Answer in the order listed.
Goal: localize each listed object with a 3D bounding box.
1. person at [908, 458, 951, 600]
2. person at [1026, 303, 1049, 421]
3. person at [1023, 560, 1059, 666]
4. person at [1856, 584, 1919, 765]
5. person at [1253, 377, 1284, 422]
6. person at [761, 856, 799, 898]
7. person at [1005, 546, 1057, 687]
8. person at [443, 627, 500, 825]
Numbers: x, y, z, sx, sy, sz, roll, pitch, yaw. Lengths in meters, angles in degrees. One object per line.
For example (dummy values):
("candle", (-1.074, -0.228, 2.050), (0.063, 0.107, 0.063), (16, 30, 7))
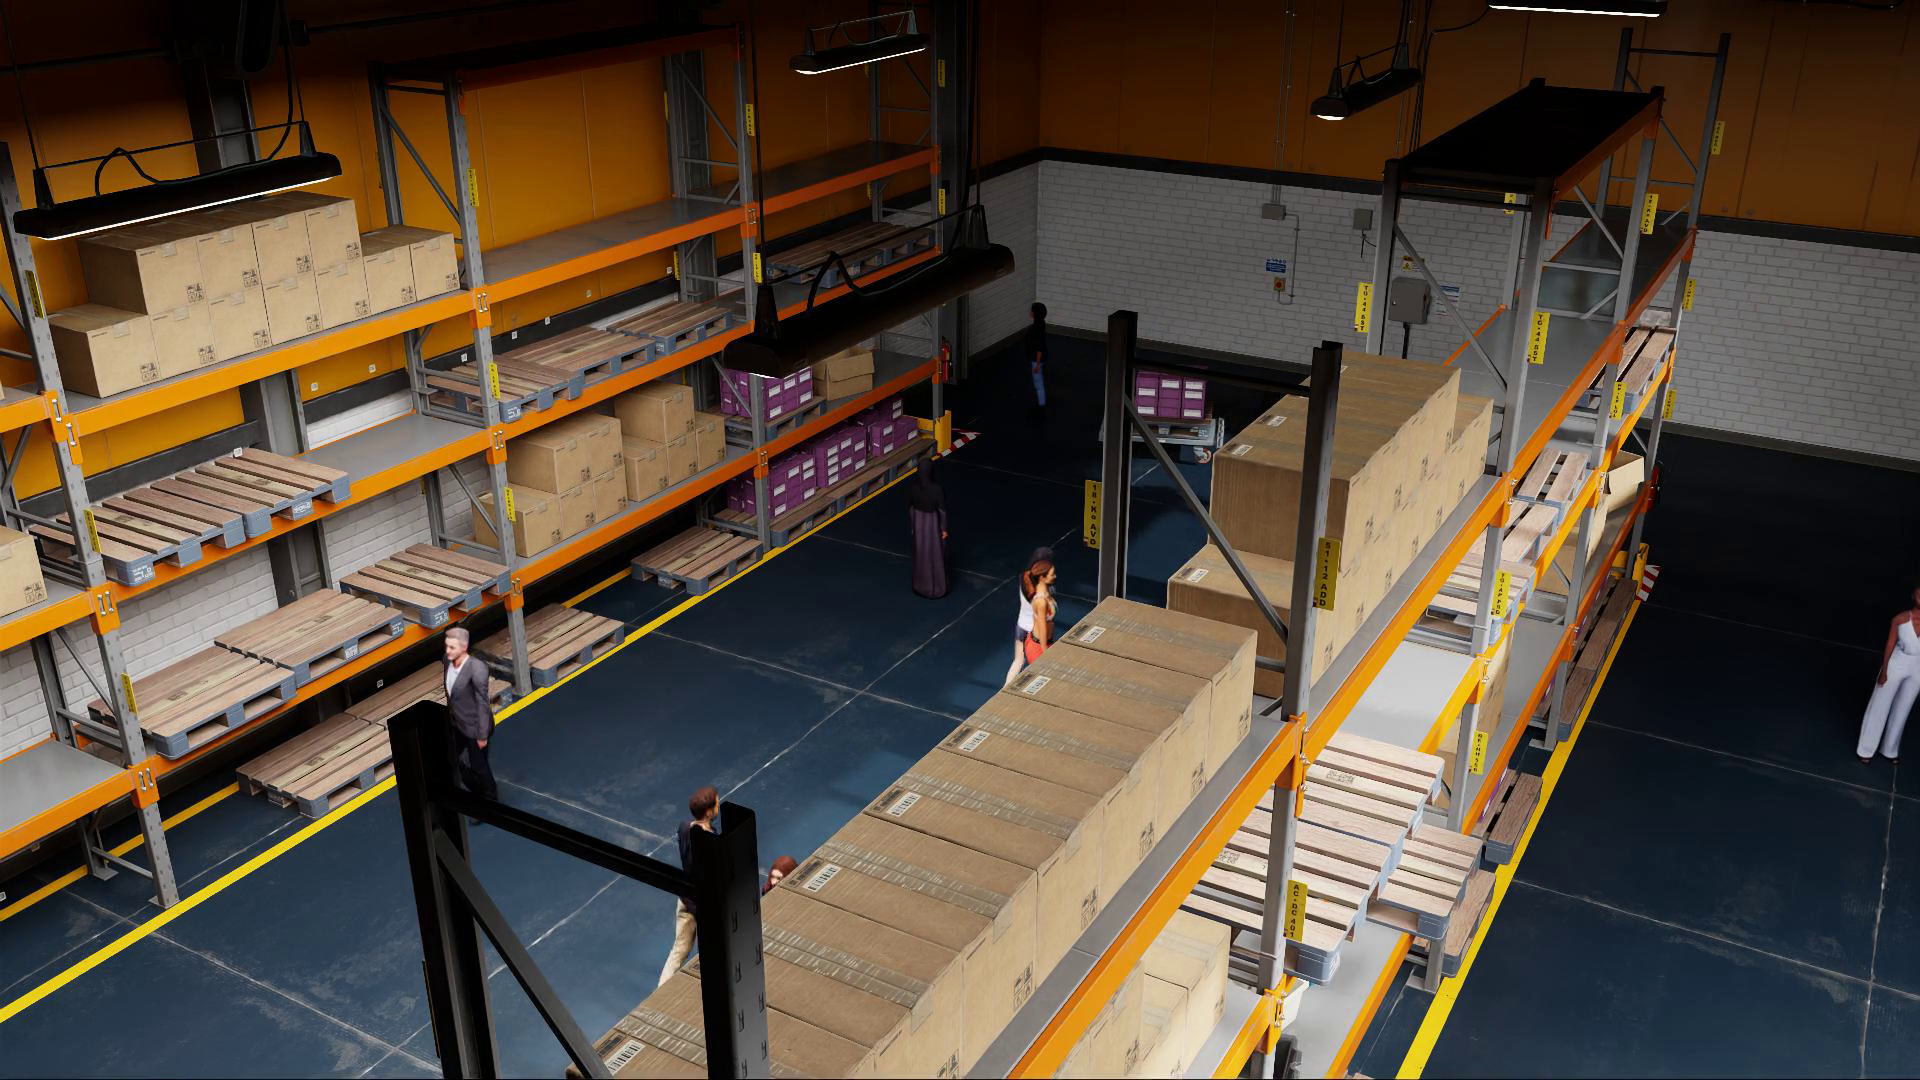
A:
("person", (-0.352, -0.148, 18.222), (0.625, 1.613, 0.617), (10, 25, 21))
("person", (1.122, -2.551, 23.610), (0.713, 1.701, 0.600), (3, 24, 6))
("person", (0.730, 1.008, 15.357), (0.722, 1.791, 0.636), (-1, 24, -2))
("person", (8.454, 1.200, 14.928), (0.649, 1.783, 0.646), (1, 24, 1))
("person", (3.744, -1.138, 20.350), (0.613, 1.723, 0.594), (12, 26, 25))
("person", (-1.104, 2.811, 11.343), (0.661, 1.701, 0.715), (16, 28, 32))
("person", (0.652, 0.867, 15.831), (0.670, 1.669, 1.078), (15, 28, 31))
("person", (-4.114, 1.531, 14.122), (0.767, 1.822, 0.665), (16, 28, 33))
